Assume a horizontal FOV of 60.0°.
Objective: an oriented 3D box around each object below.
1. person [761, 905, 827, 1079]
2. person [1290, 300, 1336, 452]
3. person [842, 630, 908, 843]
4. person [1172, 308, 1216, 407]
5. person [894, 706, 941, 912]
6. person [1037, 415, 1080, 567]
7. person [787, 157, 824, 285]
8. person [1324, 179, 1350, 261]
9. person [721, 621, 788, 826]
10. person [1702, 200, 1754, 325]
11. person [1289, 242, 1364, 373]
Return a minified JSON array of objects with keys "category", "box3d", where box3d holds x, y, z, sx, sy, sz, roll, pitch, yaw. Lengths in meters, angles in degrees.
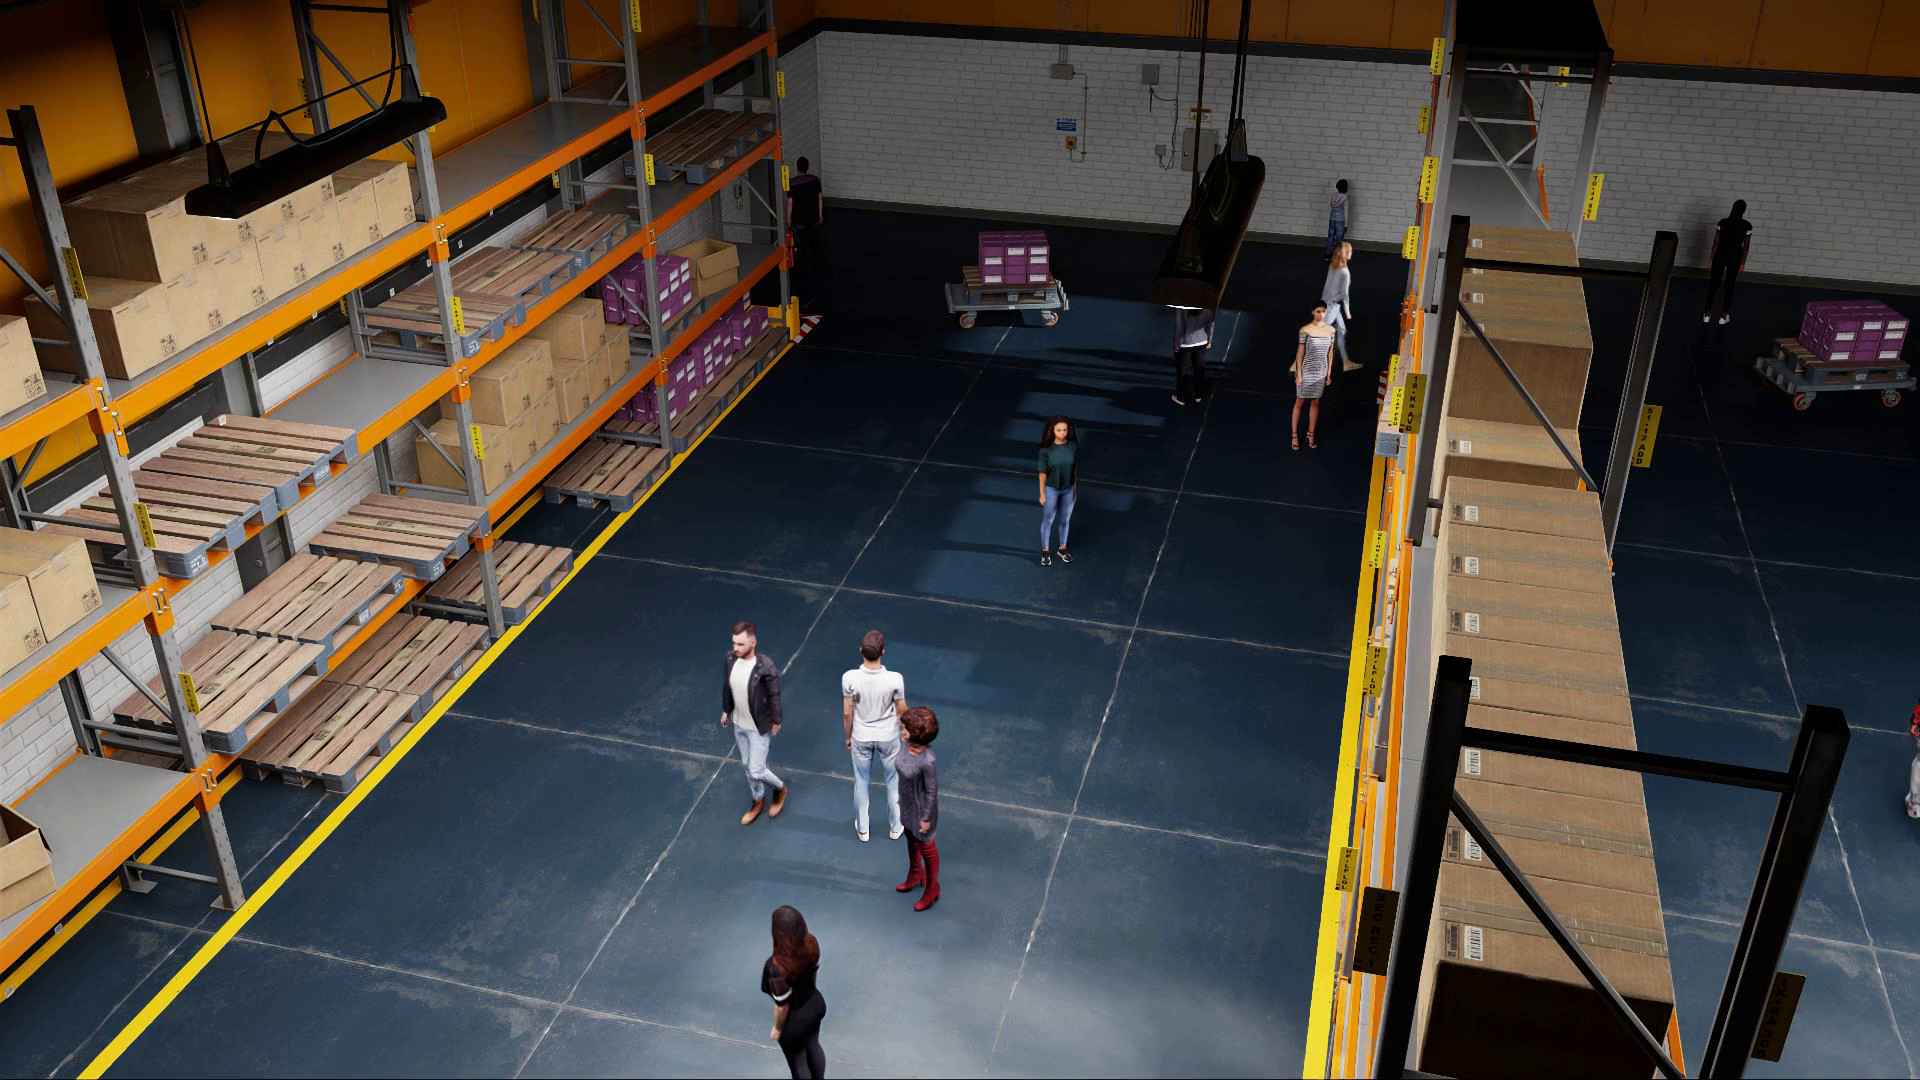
[{"category":"person","box3d":[-1.021,2.958,10.435,0.726,1.638,0.601,15,32,26]},{"category":"person","box3d":[4.053,-1.903,19.155,0.672,1.822,0.676,-5,29,-9]},{"category":"person","box3d":[-0.651,1.523,12.844,0.696,1.851,0.627,0,29,0]},{"category":"person","box3d":[2.827,-2.425,20.346,0.796,1.597,0.827,-8,30,-14]},{"category":"person","box3d":[-0.301,1.952,12.204,0.720,1.711,0.658,-15,32,-25]},{"category":"person","box3d":[0.994,-0.519,16.833,0.711,1.617,0.748,-8,30,-14]},{"category":"person","box3d":[-2.249,-4.667,24.199,0.799,1.845,0.826,-12,31,-20]},{"category":"person","box3d":[5.699,-4.822,25.096,0.605,1.258,0.557,-21,35,-33]},{"category":"person","box3d":[-1.587,1.392,13.109,0.751,1.827,0.765,18,33,29]},{"category":"person","box3d":[10.501,-3.818,22.764,0.661,1.729,0.625,13,31,23]},{"category":"person","box3d":[4.620,-2.867,21.009,0.980,1.740,1.224,-5,29,-9]}]
